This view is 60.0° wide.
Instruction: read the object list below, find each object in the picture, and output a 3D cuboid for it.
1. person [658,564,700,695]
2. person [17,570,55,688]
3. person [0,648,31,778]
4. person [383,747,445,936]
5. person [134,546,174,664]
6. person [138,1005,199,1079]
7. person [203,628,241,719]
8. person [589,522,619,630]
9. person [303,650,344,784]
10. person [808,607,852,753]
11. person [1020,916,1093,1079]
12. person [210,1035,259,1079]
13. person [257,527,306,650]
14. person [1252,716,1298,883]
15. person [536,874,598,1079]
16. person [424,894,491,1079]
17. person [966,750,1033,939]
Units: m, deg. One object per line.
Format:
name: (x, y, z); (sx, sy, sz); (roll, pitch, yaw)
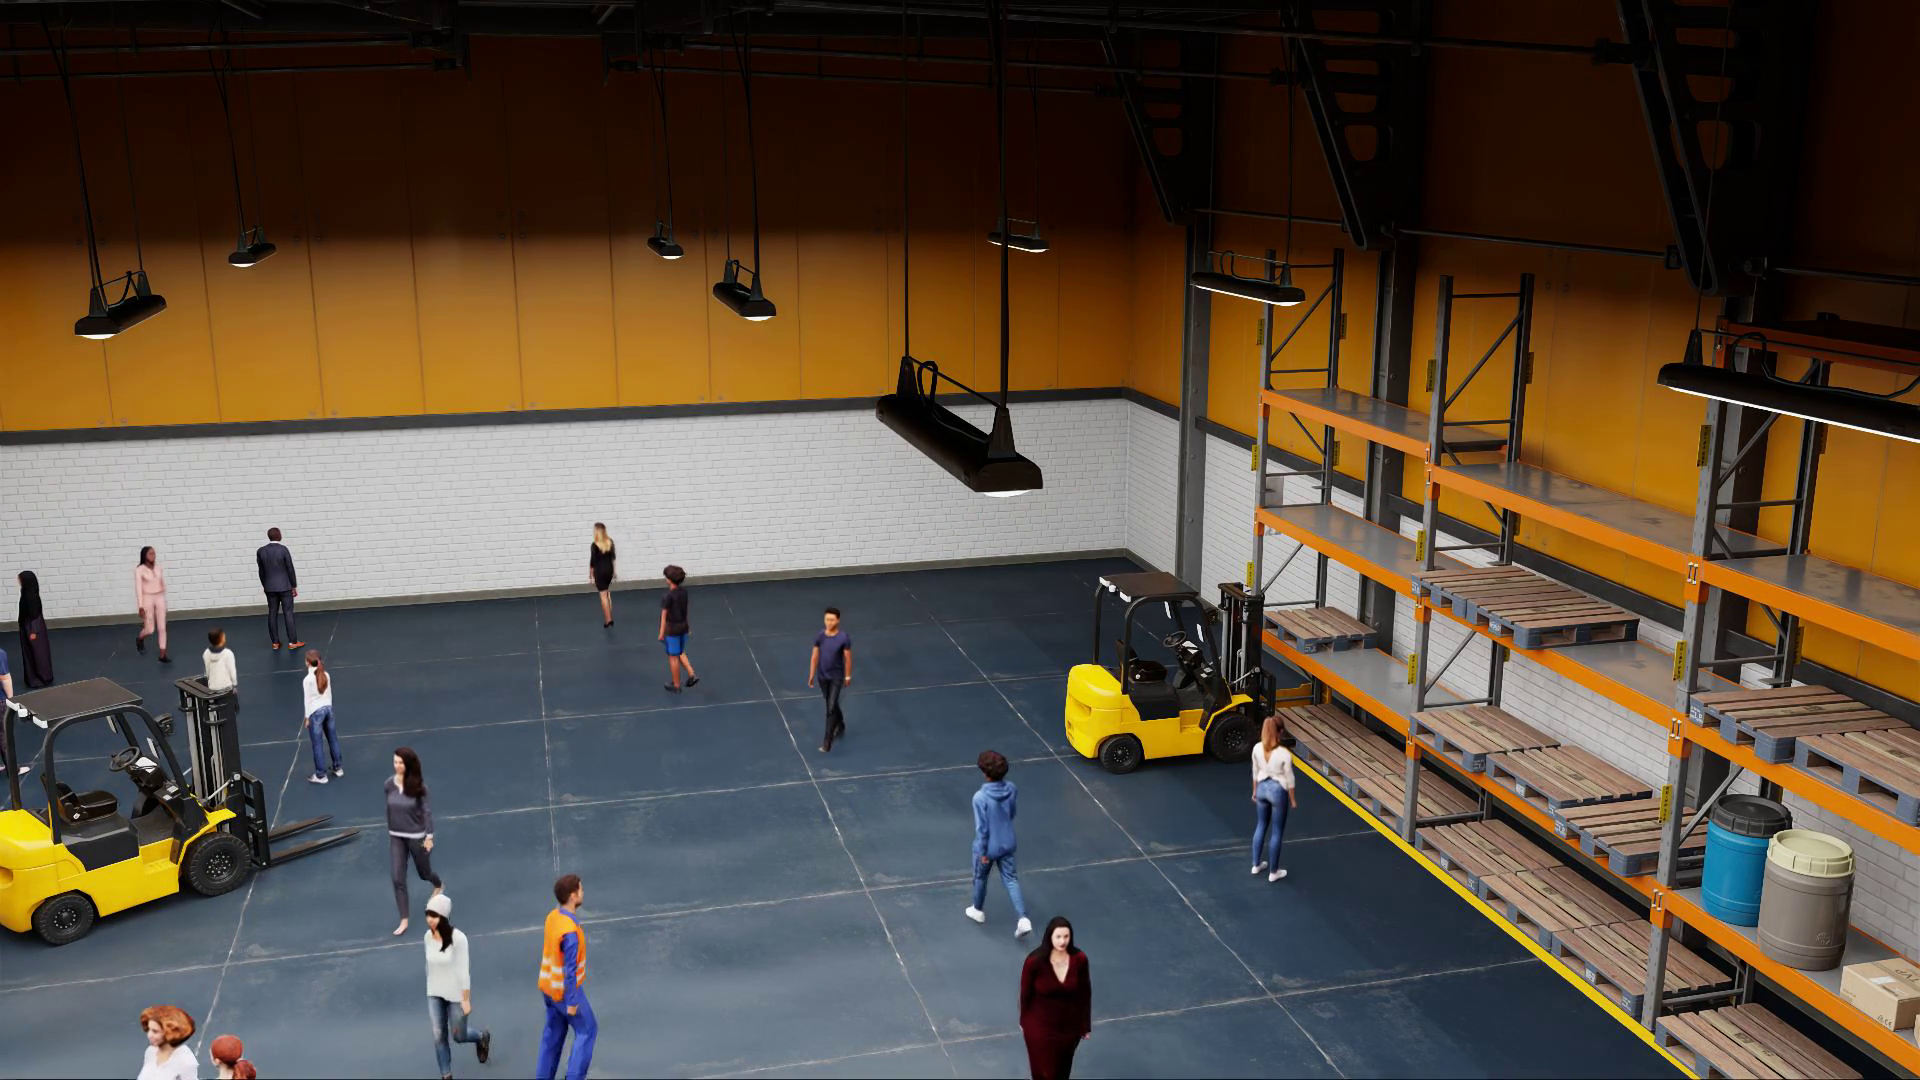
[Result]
person: (-3.751, 1.213, 22.297); (0.894, 1.789, 0.829); (9, 16, 32)
person: (-12.675, 1.194, 22.750); (0.736, 1.614, 0.628); (-9, 16, -33)
person: (-11.305, 1.856, 19.469); (0.737, 1.870, 0.708); (3, 14, 11)
person: (-5.204, 2.803, 15.838); (0.865, 1.739, 1.154); (1, 14, 5)
person: (-11.539, 0.926, 23.649); (0.990, 1.710, 0.939); (7, 15, 27)
person: (-5.259, 3.925, 11.347); (1.151, 1.671, 1.183); (8, 16, 31)
person: (-9.154, 1.815, 20.539); (0.691, 1.446, 0.719); (2, 14, 8)
person: (-5.360, 0.558, 25.270); (0.749, 1.662, 0.705); (10, 17, 37)
person: (-7.463, 2.034, 19.413); (0.711, 1.550, 0.644); (7, 15, 26)
person: (-1.559, 1.671, 20.498); (1.080, 1.746, 1.227); (5, 15, 20)
person: (0.686, 3.606, 12.543); (0.684, 1.730, 0.899); (-3, 14, -12)
person: (-4.660, 4.014, 10.732); (0.726, 1.788, 0.650); (4, 14, 16)
person: (-9.966, 0.699, 24.345); (0.774, 1.824, 0.735); (1, 14, 5)
person: (3.136, 2.594, 16.731); (0.671, 1.724, 0.775); (13, 19, 43)
person: (-3.103, 3.504, 12.769); (0.878, 1.821, 0.799); (-7, 15, -26)
person: (-3.963, 3.536, 13.042); (0.878, 1.629, 1.004); (5, 14, 19)
person: (0.392, 2.857, 15.531); (0.840, 1.778, 1.205); (-7, 15, -27)
